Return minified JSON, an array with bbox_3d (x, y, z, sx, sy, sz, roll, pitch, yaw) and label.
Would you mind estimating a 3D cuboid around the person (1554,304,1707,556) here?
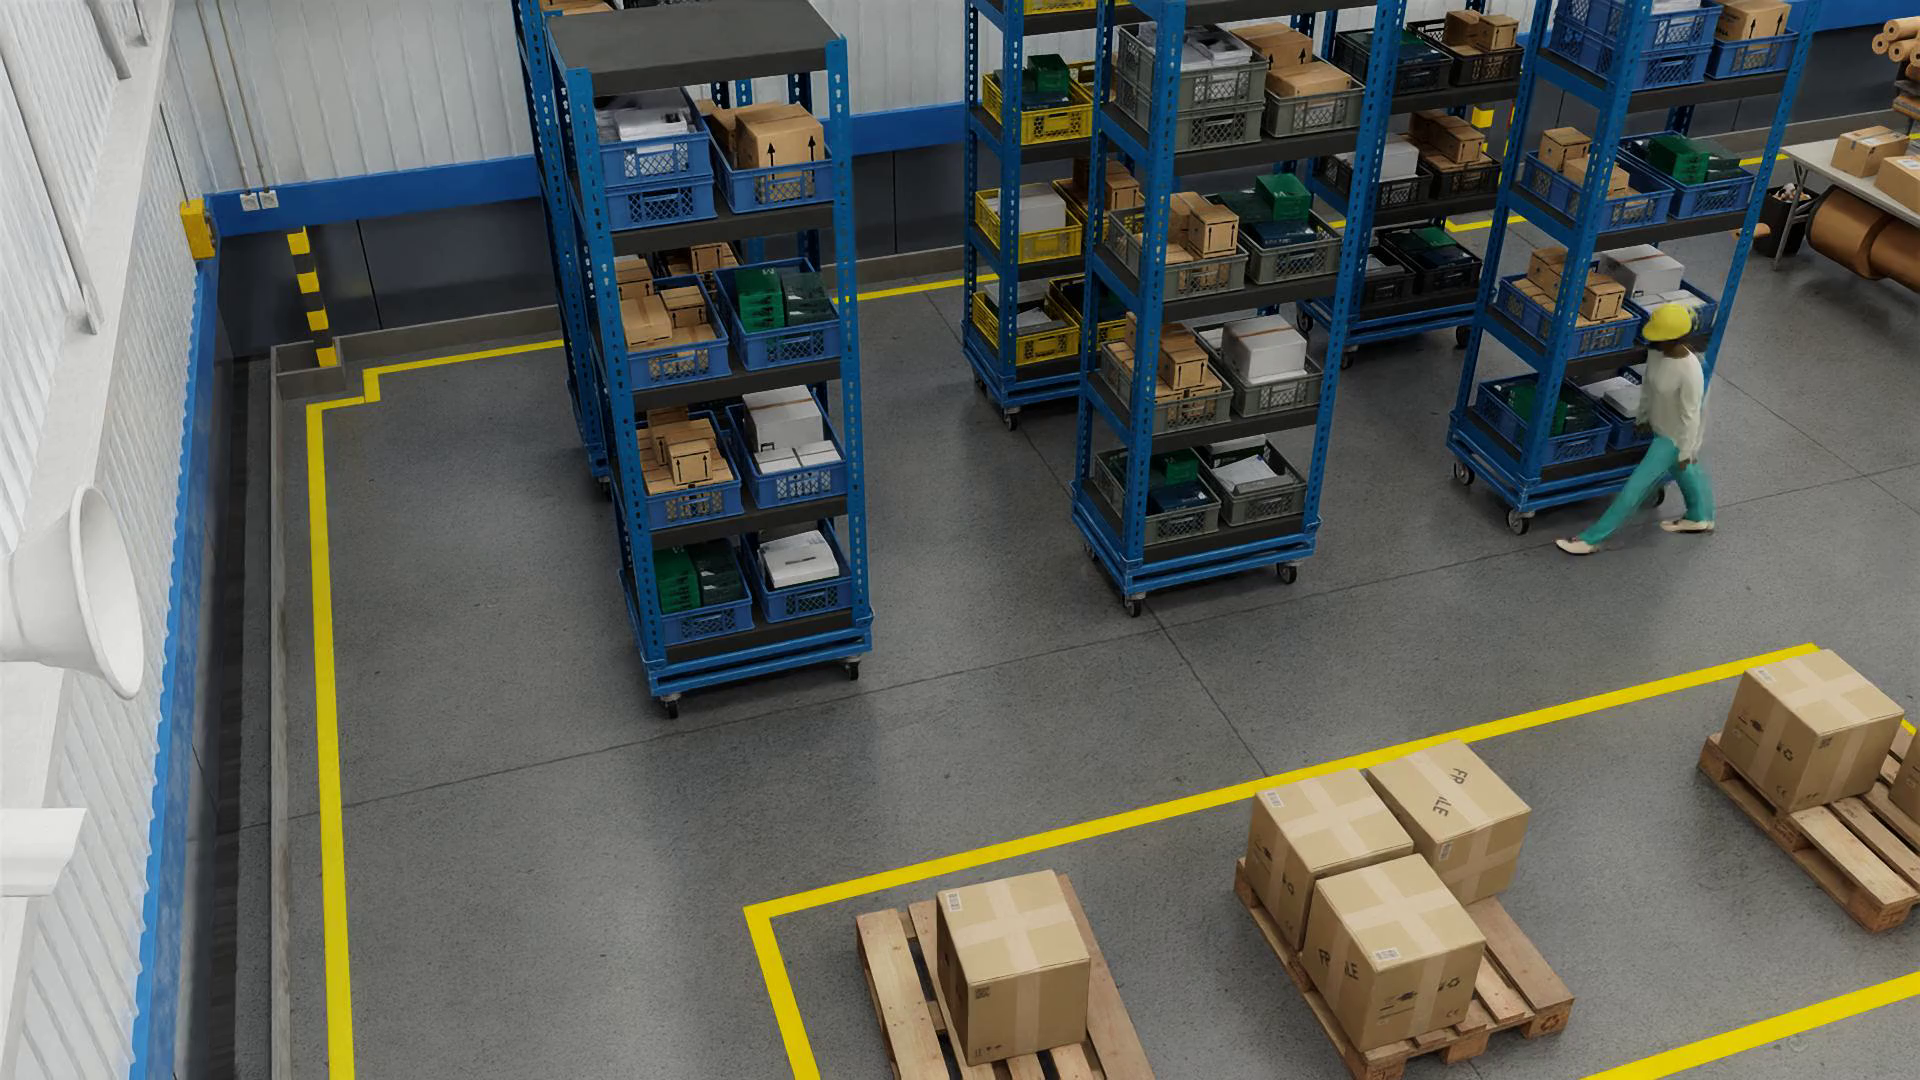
[{"bbox_3d":[4.133,-0.650,9.763,1.060,1.658,0.535,-3,35,-4],"label":"person"}]
